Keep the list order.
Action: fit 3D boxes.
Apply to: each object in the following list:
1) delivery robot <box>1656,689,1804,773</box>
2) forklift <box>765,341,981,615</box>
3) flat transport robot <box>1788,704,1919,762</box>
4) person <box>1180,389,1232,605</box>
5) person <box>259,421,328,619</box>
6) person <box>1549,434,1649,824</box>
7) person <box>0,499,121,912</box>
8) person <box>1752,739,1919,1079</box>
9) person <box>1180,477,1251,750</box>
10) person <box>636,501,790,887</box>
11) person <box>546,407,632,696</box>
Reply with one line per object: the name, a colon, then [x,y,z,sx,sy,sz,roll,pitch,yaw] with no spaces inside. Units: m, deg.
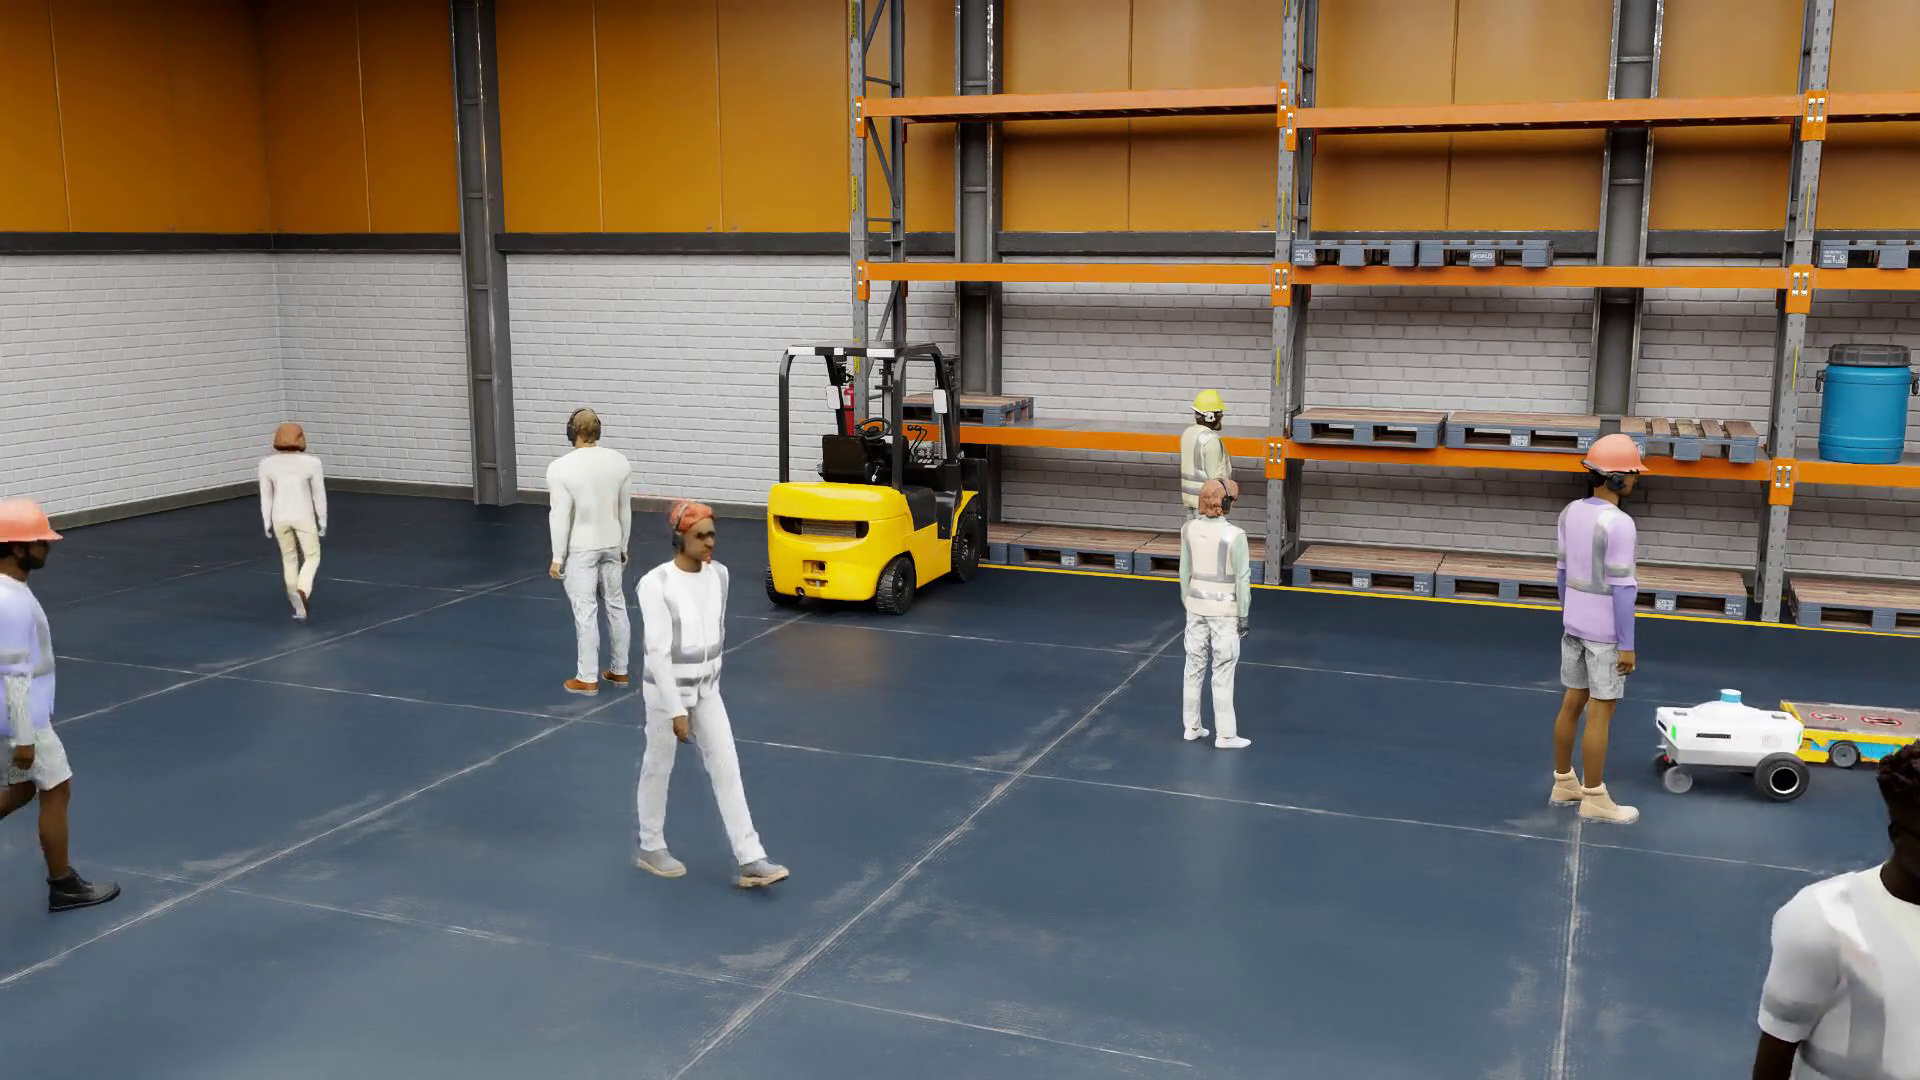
delivery robot: [4.256,1.072,9.224,0.707,0.478,0.477,2,10,8]
forklift: [-0.739,-0.602,14.246,1.214,2.155,2.313,4,11,21]
flat transport robot: [5.502,1.161,9.782,1.431,0.197,0.652,3,11,17]
person: [2.027,-0.322,13.696,0.404,1.833,0.590,-3,11,-17]
person: [-5.332,-0.141,13.300,0.505,1.618,0.592,-1,10,-7]
person: [3.369,0.461,8.746,0.376,2.044,0.605,-2,10,-11]
person: [-4.247,0.775,7.355,0.741,1.920,0.550,-9,14,-41]
person: [2.208,1.400,3.874,0.628,1.910,0.990,-2,10,-11]
person: [1.528,0.441,9.985,0.308,1.640,0.511,-9,14,-41]
person: [-1.200,0.742,7.749,0.980,1.832,0.579,8,13,39]
person: [-2.483,0.077,11.176,0.377,1.940,0.629,10,14,44]
